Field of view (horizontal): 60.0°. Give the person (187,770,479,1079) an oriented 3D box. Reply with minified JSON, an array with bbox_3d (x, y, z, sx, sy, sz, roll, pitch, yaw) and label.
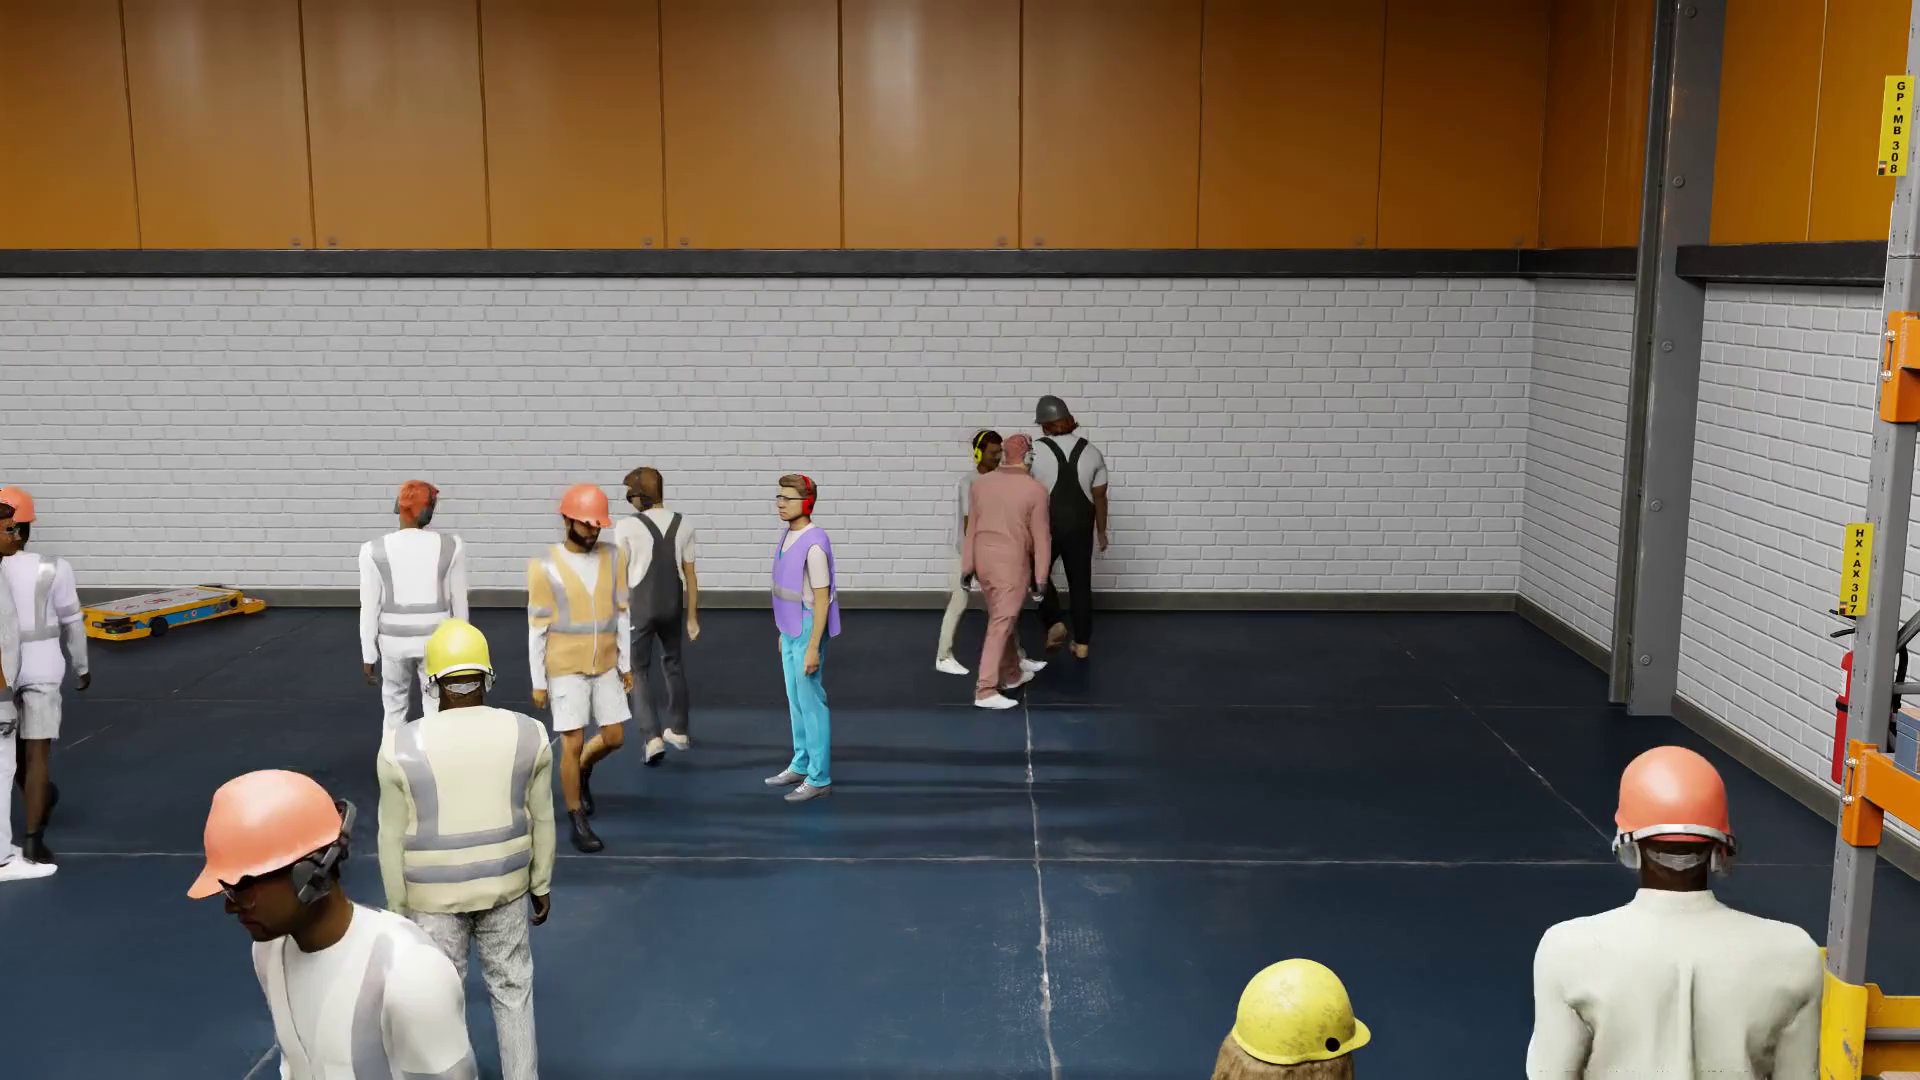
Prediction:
[{"bbox_3d":[-1.190,1.425,3.656,0.660,2.000,0.814,7,12,35],"label":"person"}]

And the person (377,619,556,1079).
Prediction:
[{"bbox_3d":[-1.678,1.176,5.699,0.585,1.824,0.405,-5,11,-29],"label":"person"}]

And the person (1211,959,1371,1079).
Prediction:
[{"bbox_3d":[0.615,1.633,3.185,0.294,1.744,0.487,-5,11,-26],"label":"person"}]

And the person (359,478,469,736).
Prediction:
[{"bbox_3d":[-2.979,0.589,9.140,0.583,1.854,0.881,-3,10,-20],"label":"person"}]

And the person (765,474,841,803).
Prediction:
[{"bbox_3d":[-0.882,0.541,9.399,0.382,1.849,0.571,-4,10,-23],"label":"person"}]

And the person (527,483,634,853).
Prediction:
[{"bbox_3d":[-1.979,0.638,8.628,0.560,1.916,0.548,-8,12,-38],"label":"person"}]

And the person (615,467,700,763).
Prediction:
[{"bbox_3d":[-1.832,0.447,10.096,0.515,1.807,0.634,-7,11,-34],"label":"person"}]

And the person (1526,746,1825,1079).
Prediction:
[{"bbox_3d":[1.554,1.440,3.644,0.628,1.974,0.650,2,10,14],"label":"person"}]

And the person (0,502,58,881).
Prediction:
[{"bbox_3d":[-4.721,0.737,8.183,0.325,1.866,0.516,-6,11,-34],"label":"person"}]

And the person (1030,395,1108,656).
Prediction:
[{"bbox_3d":[0.769,-0.114,12.758,0.772,2.000,0.536,-3,10,-15],"label":"person"}]

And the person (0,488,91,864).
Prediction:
[{"bbox_3d":[-4.794,0.673,8.523,0.558,1.877,1.041,-3,10,-16],"label":"person"}]

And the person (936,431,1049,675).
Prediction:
[{"bbox_3d":[0.203,0.117,12.039,0.954,1.815,0.581,7,12,36],"label":"person"}]

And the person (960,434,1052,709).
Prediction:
[{"bbox_3d":[0.338,0.203,11.451,0.663,1.855,0.864,8,13,41],"label":"person"}]

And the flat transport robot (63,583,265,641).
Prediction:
[{"bbox_3d":[-6.611,0.585,13.858,0.652,0.197,1.431,5,11,26],"label":"flat transport robot"}]
